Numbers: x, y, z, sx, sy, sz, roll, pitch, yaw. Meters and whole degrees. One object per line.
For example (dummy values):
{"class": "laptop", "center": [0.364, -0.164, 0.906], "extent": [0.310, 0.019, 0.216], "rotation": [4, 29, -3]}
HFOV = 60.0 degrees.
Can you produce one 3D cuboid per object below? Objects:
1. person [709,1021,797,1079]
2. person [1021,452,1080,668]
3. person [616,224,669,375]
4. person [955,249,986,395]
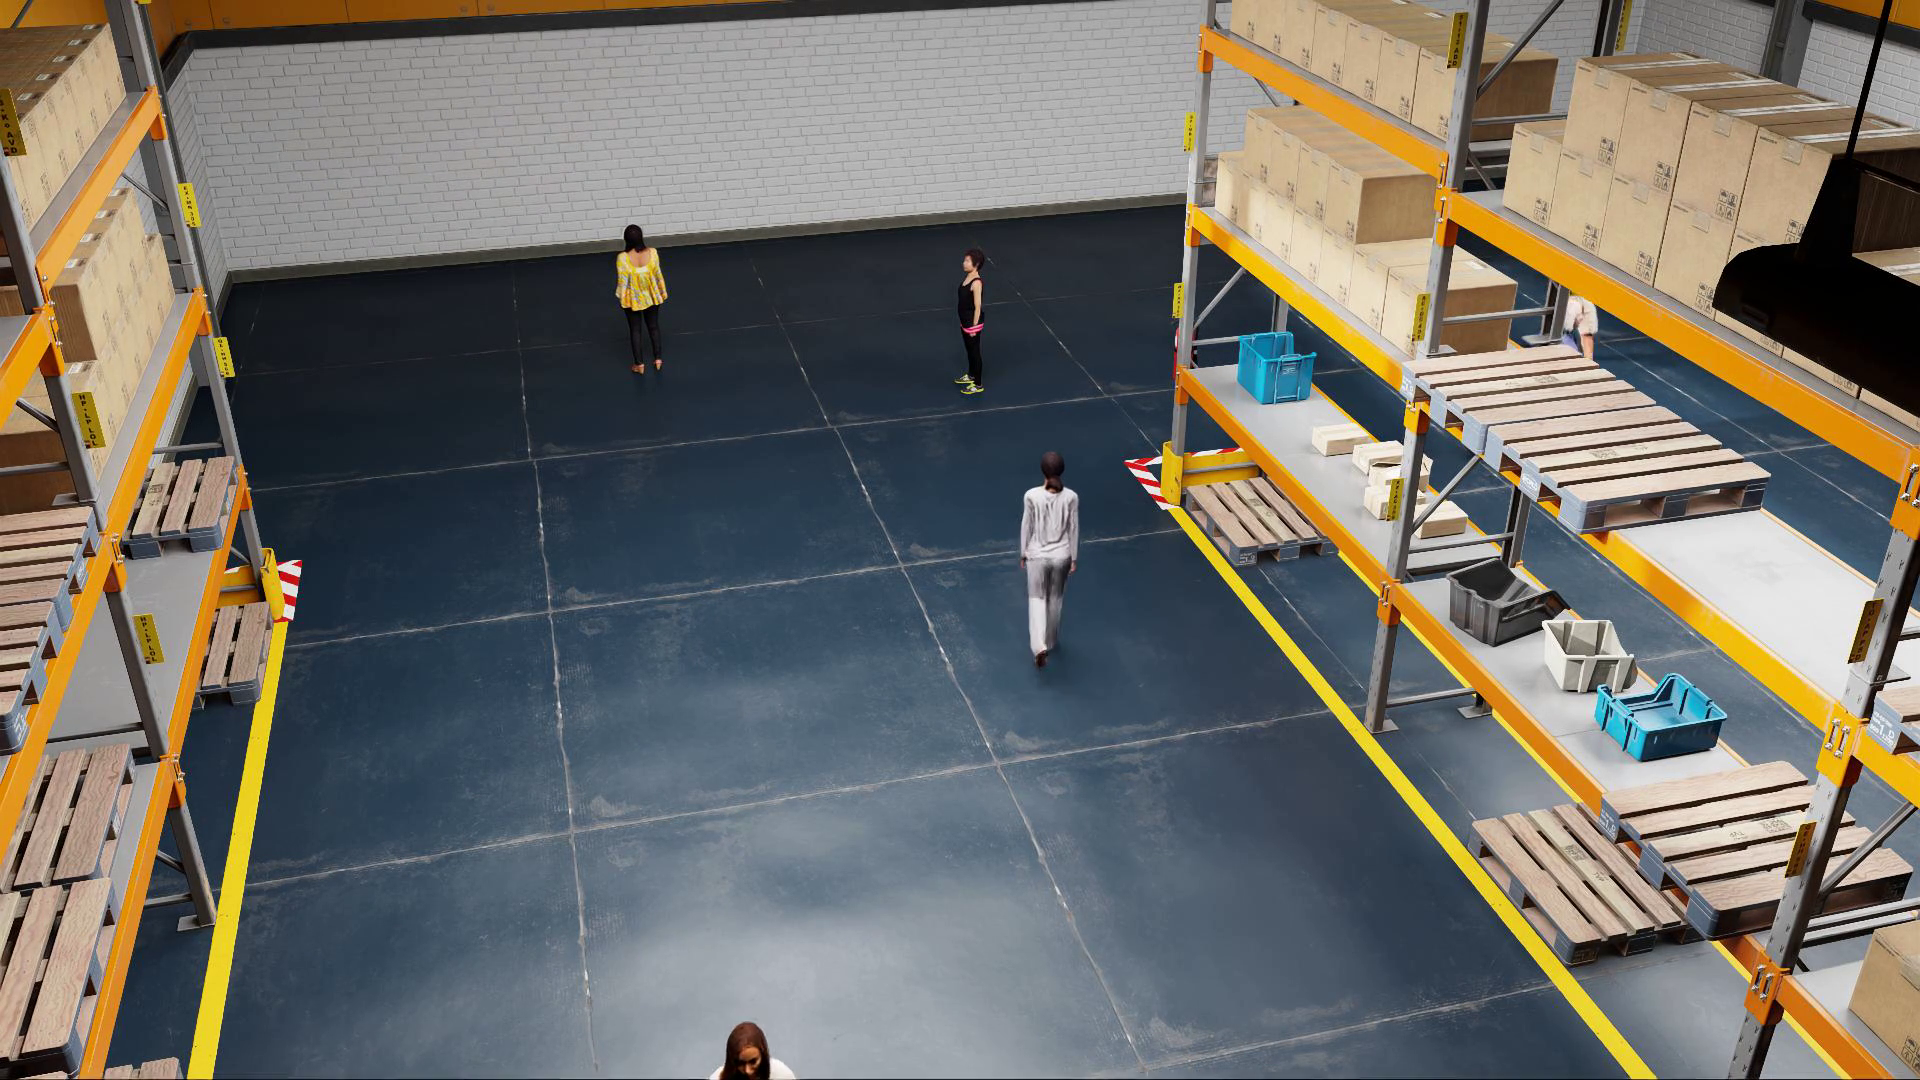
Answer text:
{"class": "person", "center": [-0.959, 2.870, 7.923], "extent": [0.644, 1.651, 1.014], "rotation": [-7, 29, -12]}
{"class": "person", "center": [0.691, 0.182, 12.746], "extent": [0.786, 1.753, 1.008], "rotation": [2, 29, 4]}
{"class": "person", "center": [-3.444, -2.603, 17.953], "extent": [0.801, 1.655, 0.840], "rotation": [-16, 32, -27]}
{"class": "person", "center": [0.125, -2.326, 17.557], "extent": [0.606, 1.548, 0.443], "rotation": [-6, 29, -11]}
